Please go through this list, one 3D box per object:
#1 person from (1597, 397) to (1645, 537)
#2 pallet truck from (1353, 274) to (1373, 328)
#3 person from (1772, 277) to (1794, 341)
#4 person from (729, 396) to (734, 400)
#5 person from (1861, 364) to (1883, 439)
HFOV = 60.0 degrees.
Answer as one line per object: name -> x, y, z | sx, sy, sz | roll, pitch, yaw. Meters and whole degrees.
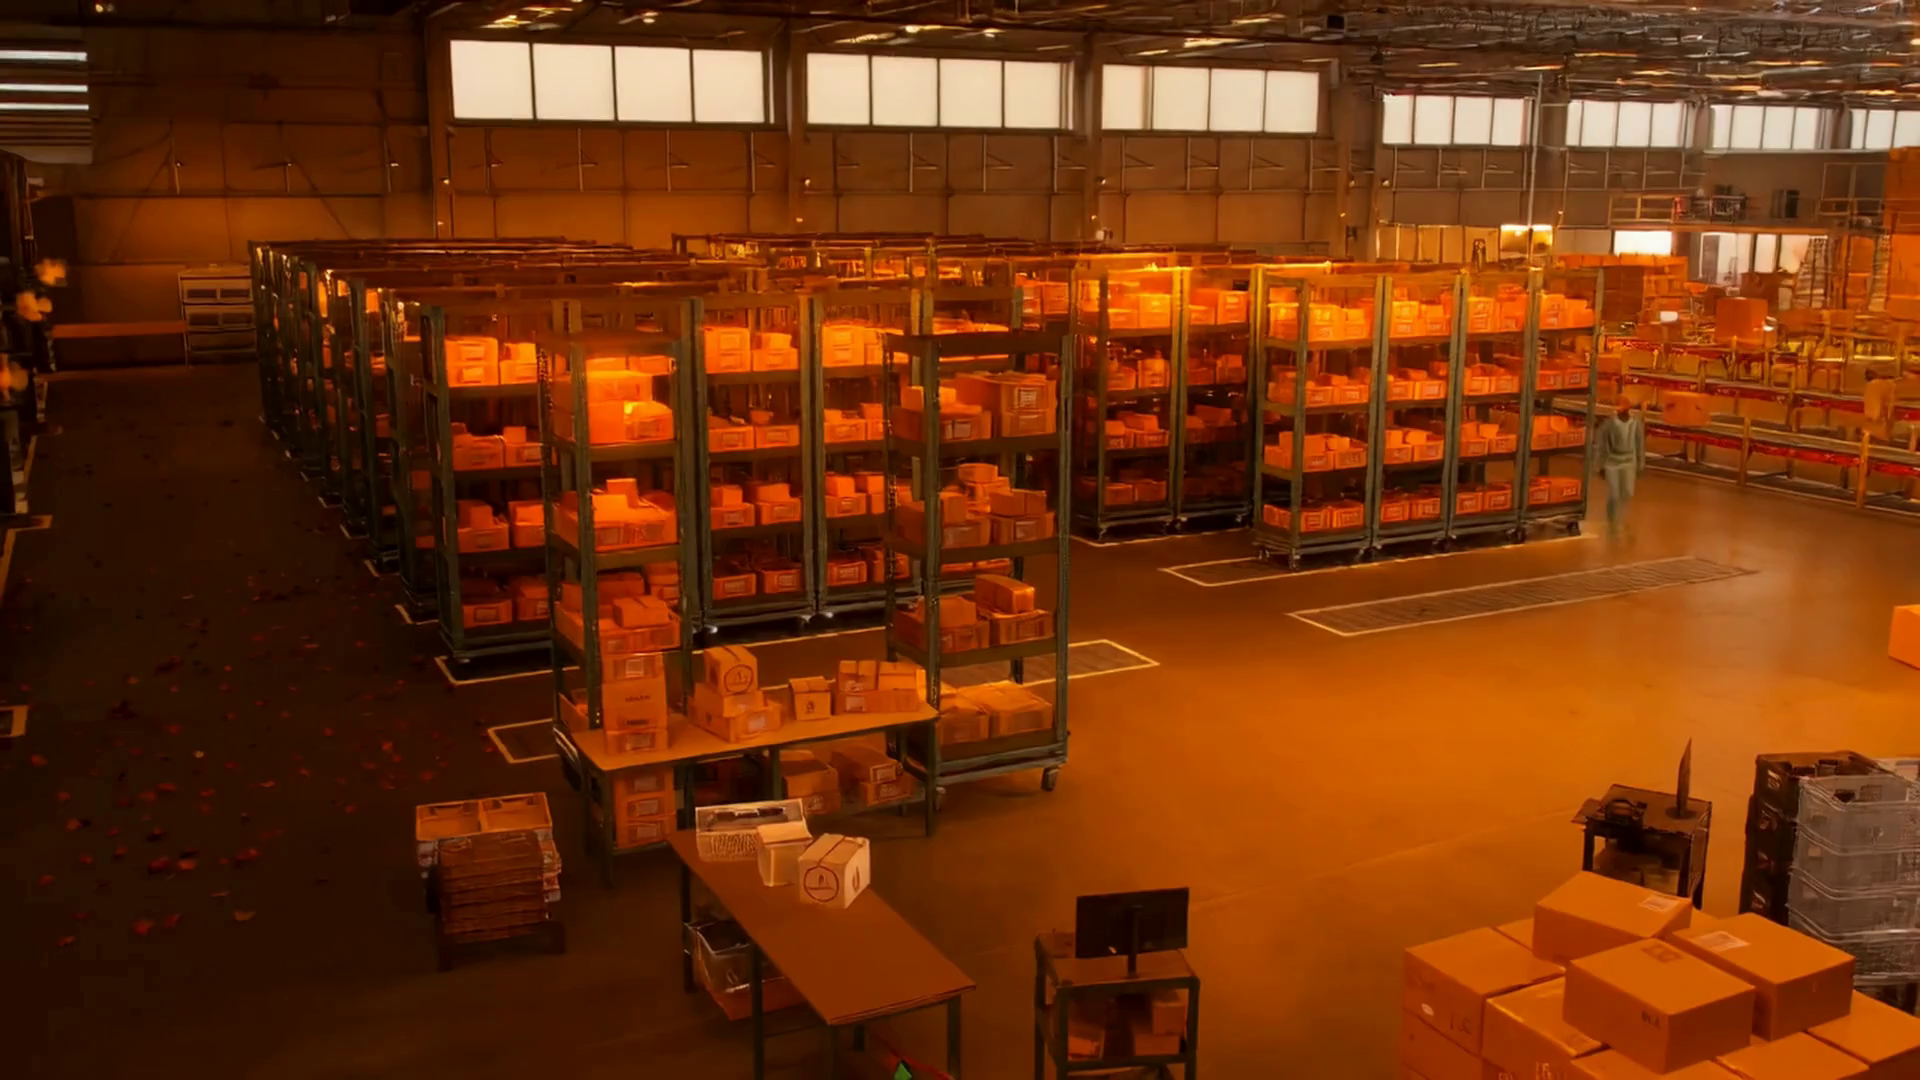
person -> 8.897, -0.980, 22.402 | 0.627, 1.904, 0.508 | 3, 12, 12
pallet truck -> 13.011, -8.050, 55.243 | 0.823, 1.965, 1.885 | -7, 14, -28
person -> 24.744, -6.924, 50.044 | 0.688, 1.984, 1.033 | -9, 15, -36
person -> -4.159, -2.309, 28.854 | 0.419, 1.794, 0.619 | 6, 14, 27
person -> 15.333, -2.064, 27.820 | 0.528, 1.747, 0.573 | -11, 16, -41
